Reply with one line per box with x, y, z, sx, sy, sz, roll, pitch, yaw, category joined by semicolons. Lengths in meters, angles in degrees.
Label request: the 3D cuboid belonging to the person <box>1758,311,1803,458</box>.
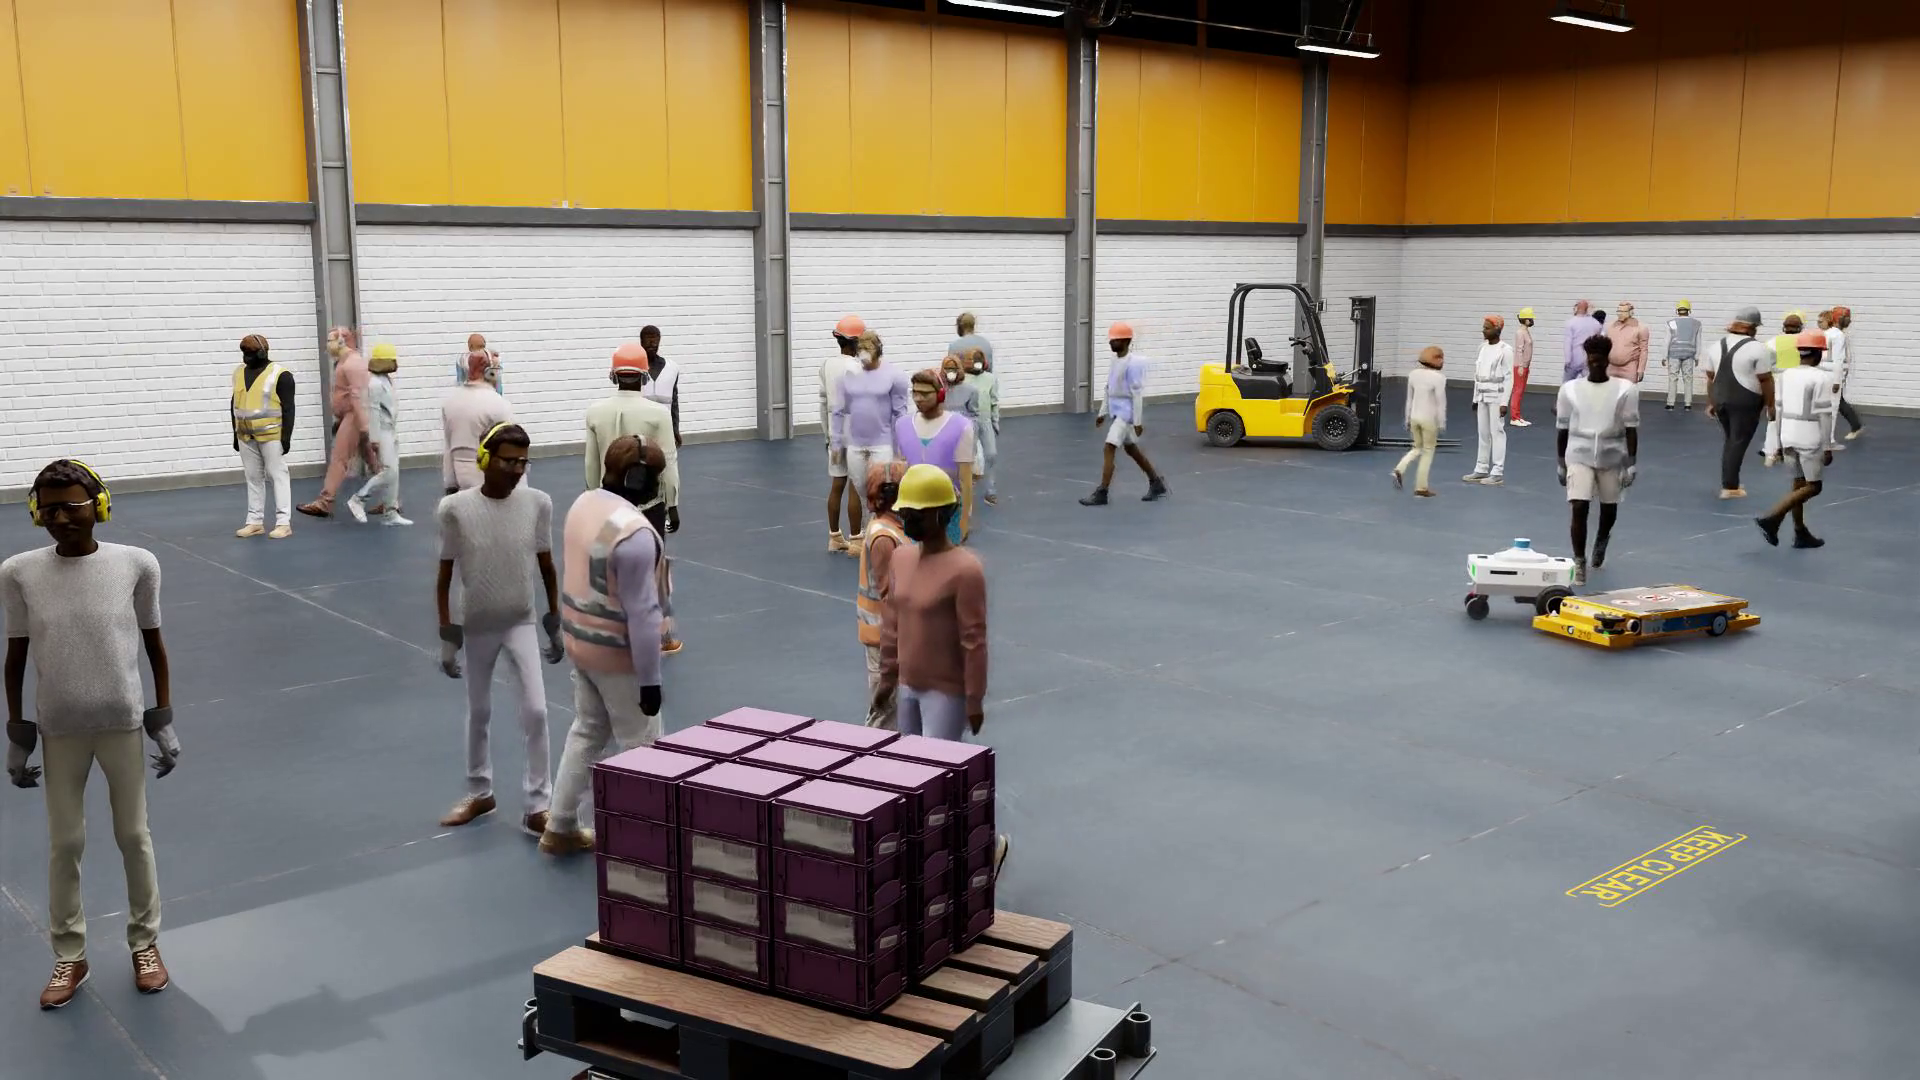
10.486;-1.957;20.961;1.074;1.859;0.598;-8;13;-41;person

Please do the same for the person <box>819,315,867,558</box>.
-0.917;-0.875;14.053;0.376;2.042;0.615;-9;13;-43;person

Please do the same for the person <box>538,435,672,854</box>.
-1.431;0.482;6.772;0.519;1.823;0.751;-7;12;-35;person

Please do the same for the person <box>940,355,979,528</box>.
-0.071;-0.914;15.509;0.502;1.627;0.277;1;10;4;person

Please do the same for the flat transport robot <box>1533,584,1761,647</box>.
4.641;0.494;11.221;1.431;0.197;0.652;-5;11;-27;flat transport robot

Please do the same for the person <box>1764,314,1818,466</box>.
9.957;-1.785;19.997;0.623;1.837;0.429;6;11;32;person

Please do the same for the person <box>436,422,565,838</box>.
-1.994;0.399;7.252;0.545;1.820;0.664;-4;11;-23;person

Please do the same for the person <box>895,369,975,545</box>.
-0.158;-0.172;10.582;0.589;1.828;0.469;5;11;25;person

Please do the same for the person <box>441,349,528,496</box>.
-3.275;-0.424;11.895;0.681;1.879;0.816;7;12;36;person

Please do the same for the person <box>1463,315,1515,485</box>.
5.905;-1.555;18.503;0.357;1.883;0.573;-3;10;-18;person

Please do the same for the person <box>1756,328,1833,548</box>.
7.206;-0.856;14.296;0.701;1.921;0.567;-3;10;-16;person

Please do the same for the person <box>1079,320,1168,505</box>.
1.720;-1.303;17.025;0.986;1.897;0.550;-2;10;-14;person

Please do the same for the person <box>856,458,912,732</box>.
-0.310;0.454;7.446;0.308;1.644;0.510;-1;10;-3;person

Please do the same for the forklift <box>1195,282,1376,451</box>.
4.328;-2.346;22.227;2.313;2.155;1.214;3;10;16;forklift

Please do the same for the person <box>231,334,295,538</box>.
-6.296;-0.930;14.986;0.619;1.837;0.430;3;10;15;person

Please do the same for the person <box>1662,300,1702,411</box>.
11.808;-3.018;27.242;0.597;1.821;0.403;1;10;9;person

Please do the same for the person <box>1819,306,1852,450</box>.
11.466;-2.118;21.820;0.356;1.879;0.583;2;10;10;person

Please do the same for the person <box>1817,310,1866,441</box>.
12.000;-2.243;22.771;0.866;1.812;0.500;0;10;0;person

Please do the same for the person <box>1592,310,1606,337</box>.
10.162;-2.847;26.641;0.562;1.679;0.541;-8;13;-40;person

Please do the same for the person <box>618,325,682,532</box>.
-2.835;-1.006;15.215;0.590;1.911;0.394;-6;11;-32;person

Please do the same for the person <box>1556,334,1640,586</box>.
4.982;-0.649;13.041;0.608;1.945;0.817;3;10;19;person

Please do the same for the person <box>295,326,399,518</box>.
-5.975;-1.137;16.145;0.991;1.853;0.645;-3;10;-16;person

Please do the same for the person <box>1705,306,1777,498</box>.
8.281;-1.458;17.476;0.693;2.000;0.692;-4;10;-21;person

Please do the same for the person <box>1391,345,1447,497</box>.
4.829;-1.232;17.433;0.447;1.614;0.507;-5;11;-28;person

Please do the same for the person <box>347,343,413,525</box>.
-5.430;-0.977;15.562;0.474;1.733;0.488;-1;10;-3;person

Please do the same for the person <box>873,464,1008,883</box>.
-0.097;0.573;6.429;0.399;1.755;0.532;-7;12;-37;person

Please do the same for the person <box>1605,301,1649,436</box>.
9.342;-2.415;23.478;0.402;1.904;0.652;-9;13;-42;person

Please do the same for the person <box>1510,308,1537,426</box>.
8.431;-2.585;24.877;0.314;1.769;0.525;5;11;29;person

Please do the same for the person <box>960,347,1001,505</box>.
0.206;-1.141;16.864;0.537;1.615;0.621;-4;10;-22;person

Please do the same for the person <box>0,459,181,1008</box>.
-2.952;0.649;5.660;0.535;1.863;0.309;-4;10;-22;person

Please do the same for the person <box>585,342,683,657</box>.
-2.053;-0.247;10.507;0.622;1.995;0.374;3;10;16;person

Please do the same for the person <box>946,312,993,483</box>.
0.012;-1.613;18.798;0.914;1.899;0.650;9;13;42;person

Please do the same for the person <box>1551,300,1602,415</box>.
9.612;-2.797;25.871;0.642;1.845;1.020;-1;10;-8;person

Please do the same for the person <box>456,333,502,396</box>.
-5.604;-1.591;19.434;0.511;1.638;0.308;-2;10;-13;person

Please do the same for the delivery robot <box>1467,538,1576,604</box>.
3.920;0.233;11.644;0.707;0.478;0.477;2;10;13;delivery robot

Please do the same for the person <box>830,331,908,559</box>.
-0.781;-0.751;13.736;0.652;1.916;0.778;3;10;17;person
